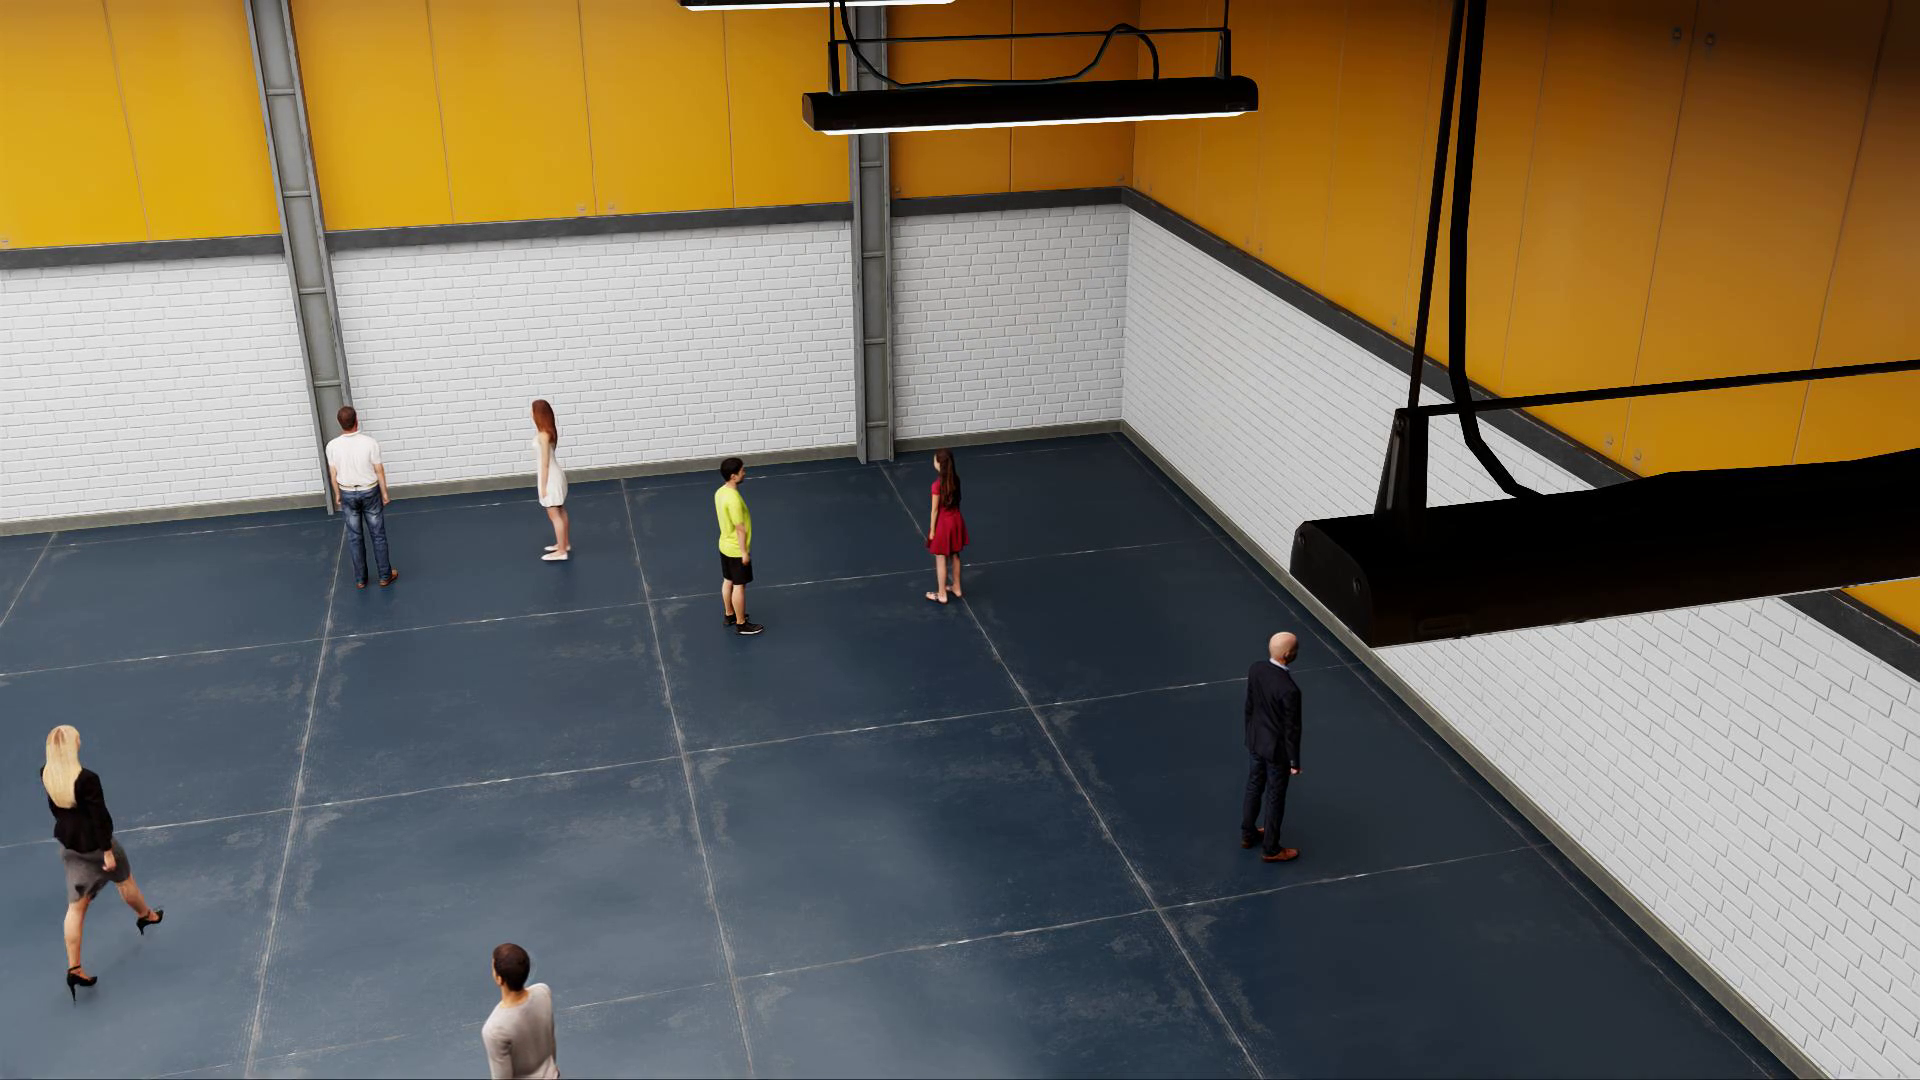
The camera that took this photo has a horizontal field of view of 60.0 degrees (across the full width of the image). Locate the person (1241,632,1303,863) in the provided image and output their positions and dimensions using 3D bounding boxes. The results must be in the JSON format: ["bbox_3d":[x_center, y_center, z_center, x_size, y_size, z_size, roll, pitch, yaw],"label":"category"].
[{"bbox_3d":[2.256,1.479,12.044,0.665,1.798,0.748,-13,27,-27],"label":"person"}]

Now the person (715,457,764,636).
[{"bbox_3d":[-2.096,0.045,15.437,0.618,1.708,0.674,-13,27,-27],"label":"person"}]

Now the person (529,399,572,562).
[{"bbox_3d":[-4.168,-0.629,16.976,0.571,1.709,0.590,-2,24,-4],"label":"person"}]

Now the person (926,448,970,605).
[{"bbox_3d":[-0.129,-0.149,16.077,0.734,1.551,0.674,20,31,38],"label":"person"}]

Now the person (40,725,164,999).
[{"bbox_3d":[-5.668,2.078,10.683,1.163,1.789,1.027,5,24,11],"label":"person"}]

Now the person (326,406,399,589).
[{"bbox_3d":[-5.890,-0.425,16.327,0.529,1.856,0.733,-4,24,-9],"label":"person"}]

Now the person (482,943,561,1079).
[{"bbox_3d":[-2.252,2.904,8.698,0.777,1.865,0.740,10,26,23],"label":"person"}]
